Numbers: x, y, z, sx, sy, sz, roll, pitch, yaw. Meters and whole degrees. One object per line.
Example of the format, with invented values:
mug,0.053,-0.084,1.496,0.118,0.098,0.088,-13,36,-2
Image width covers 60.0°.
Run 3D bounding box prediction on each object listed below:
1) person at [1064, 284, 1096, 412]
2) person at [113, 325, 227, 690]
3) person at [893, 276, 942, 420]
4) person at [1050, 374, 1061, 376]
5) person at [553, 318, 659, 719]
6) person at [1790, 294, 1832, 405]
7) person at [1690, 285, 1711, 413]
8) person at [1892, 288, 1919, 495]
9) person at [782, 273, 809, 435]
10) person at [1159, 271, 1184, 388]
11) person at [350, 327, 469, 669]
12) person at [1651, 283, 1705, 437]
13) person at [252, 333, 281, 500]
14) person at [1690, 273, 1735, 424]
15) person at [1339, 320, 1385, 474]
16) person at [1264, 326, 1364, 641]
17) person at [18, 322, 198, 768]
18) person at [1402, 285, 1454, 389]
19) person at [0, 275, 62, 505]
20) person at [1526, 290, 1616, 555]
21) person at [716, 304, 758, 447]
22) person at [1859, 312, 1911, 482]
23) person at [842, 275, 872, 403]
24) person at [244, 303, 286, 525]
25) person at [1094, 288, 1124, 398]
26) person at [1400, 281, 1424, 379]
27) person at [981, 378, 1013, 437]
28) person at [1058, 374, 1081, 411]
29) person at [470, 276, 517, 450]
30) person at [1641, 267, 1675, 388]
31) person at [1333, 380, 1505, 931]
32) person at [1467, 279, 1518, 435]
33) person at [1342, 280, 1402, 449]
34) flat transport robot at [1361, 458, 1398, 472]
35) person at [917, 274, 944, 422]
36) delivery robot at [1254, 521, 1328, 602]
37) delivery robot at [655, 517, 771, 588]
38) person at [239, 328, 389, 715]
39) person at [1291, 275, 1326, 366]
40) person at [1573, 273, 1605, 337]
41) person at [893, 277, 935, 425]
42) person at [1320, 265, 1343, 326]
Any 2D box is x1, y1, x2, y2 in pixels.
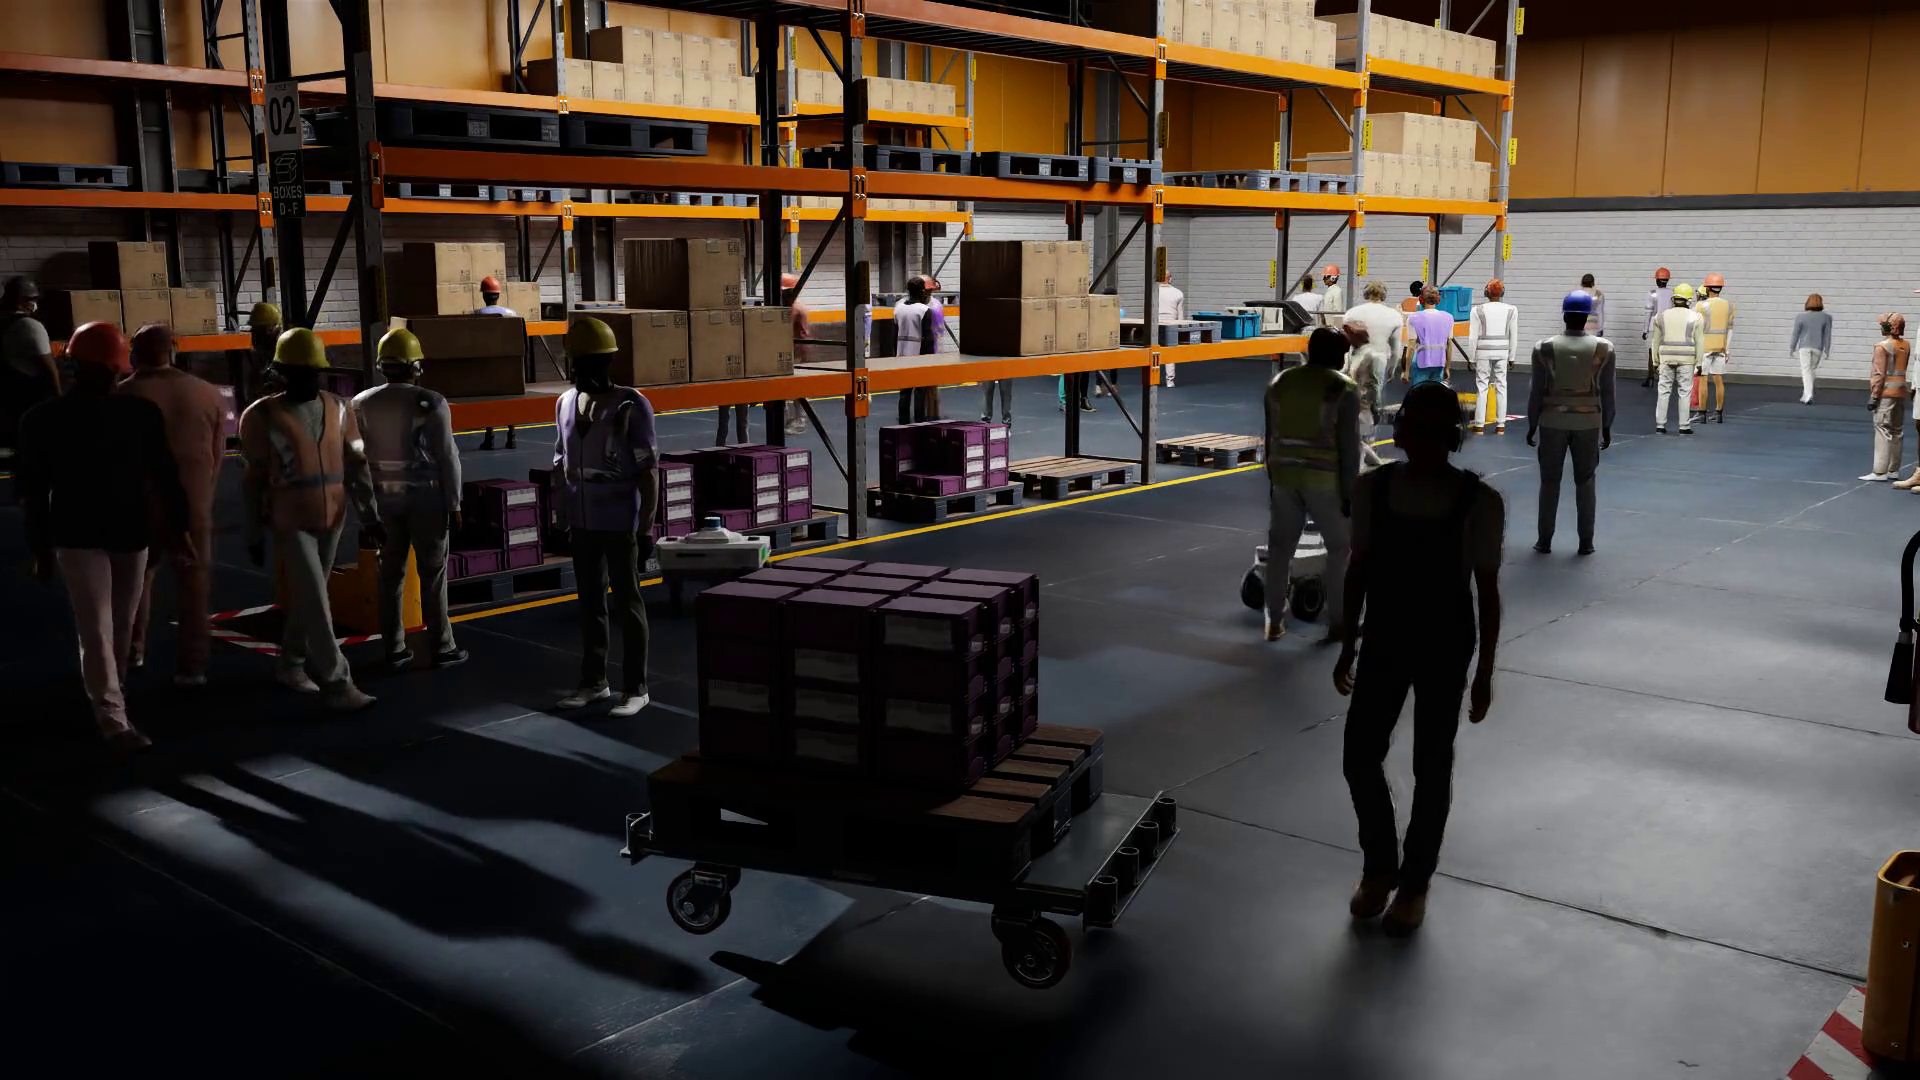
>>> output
person,1.650,-2.726,22.839,0.613,1.965,0.361,-6,12,-30
person,-4.159,-0.185,8.702,0.631,1.857,0.990,-8,12,-37
person,-0.550,-2.494,21.712,0.649,1.896,0.533,0,10,-2
person,1.673,-3.725,29.457,0.306,1.639,0.523,-3,11,-19
person,-1.728,-0.103,8.013,0.595,1.925,0.373,5,11,28
person,12.350,-2.768,24.122,0.507,1.605,0.795,2,10,11
person,10.196,-2.636,22.920,0.325,1.760,0.523,0,10,2
person,8.899,-1.433,15.261,0.395,2.042,0.611,1,10,3
person,-2.063,-2.222,19.982,0.633,1.960,0.551,7,12,34
person,3.300,-3.413,26.963,0.647,1.897,0.399,1,10,5
person,-2.940,-0.214,8.911,0.590,1.836,0.404,1,10,7
person,8.630,-2.159,19.988,0.600,1.831,0.404,8,13,38
person,-6.099,-1.141,14.811,0.496,1.623,0.313,6,12,32
person,9.662,-2.466,21.440,0.550,1.935,0.375,-2,10,-10
person,3.714,-1.218,15.252,0.612,1.614,0.552,-5,11,-28
person,2.035,-0.317,9.587,0.629,1.813,0.591,8,13,40
person,-3.769,0.003,7.396,0.985,1.923,0.604,8,13,39
person,5.208,-1.903,18.496,0.571,1.843,0.373,-3,10,-15
person,-8.212,-1.356,14.830,0.700,2.000,0.816,5,11,27
person,4.504,-0.864,12.289,0.615,1.945,0.405,3,10,16
person,-2.164,-1.456,15.884,0.514,1.873,0.328,3,10,18
person,8.970,-1.377,16.087,0.515,1.641,0.315,-6,12,-32
person,-1.494,-2.997,24.175,0.395,2.040,0.609,-5,11,-28
person,-5.569,-1.038,13.655,0.561,1.817,0.607,-6,12,-32
person,2.211,-2.955,24.992,0.554,1.644,0.873,3,10,15
person,7.776,-3.583,28.482,0.317,1.697,0.540,-7,12,-34
person,0.439,-2.091,19.854,0.493,1.746,0.282,2,10,11
person,1.591,-2.670,23.092,0.526,1.768,0.330,-10,14,-44
person,-5.214,-1.970,18.617,0.545,1.938,0.362,-6,12,-31
person,11.329,-3.434,26.941,0.545,1.942,0.353,0,10,-1
person,1.475,0.396,5.441,0.551,1.831,0.447,5,11,28
person,6.433,-2.208,20.124,0.575,1.885,0.355,0,10,2
person,4.385,-1.819,17.860,0.675,1.907,0.861,1,10,3
flat transport robot,3.756,-0.625,15.701,0.652,0.197,1.431,5,11,27
person,-0.434,-2.320,20.621,0.375,1.934,0.551,-7,12,-33
delivery robot,2.174,0.125,10.356,0.707,0.478,0.477,-7,12,-35
delivery robot,-1.561,0.096,10.523,0.707,0.478,0.477,0,10,-1
person,-3.181,-0.103,8.180,0.971,1.874,0.589,6,12,32
person,5.375,-3.138,25.589,0.592,1.836,0.747,2,10,10
person,10.688,-3.636,28.430,0.634,1.828,0.475,6,12,33
person,-0.539,-2.119,19.586,0.600,1.893,0.377,9,13,41
person,5.810,-3.313,26.098,0.382,1.993,0.622,0,10,-2
